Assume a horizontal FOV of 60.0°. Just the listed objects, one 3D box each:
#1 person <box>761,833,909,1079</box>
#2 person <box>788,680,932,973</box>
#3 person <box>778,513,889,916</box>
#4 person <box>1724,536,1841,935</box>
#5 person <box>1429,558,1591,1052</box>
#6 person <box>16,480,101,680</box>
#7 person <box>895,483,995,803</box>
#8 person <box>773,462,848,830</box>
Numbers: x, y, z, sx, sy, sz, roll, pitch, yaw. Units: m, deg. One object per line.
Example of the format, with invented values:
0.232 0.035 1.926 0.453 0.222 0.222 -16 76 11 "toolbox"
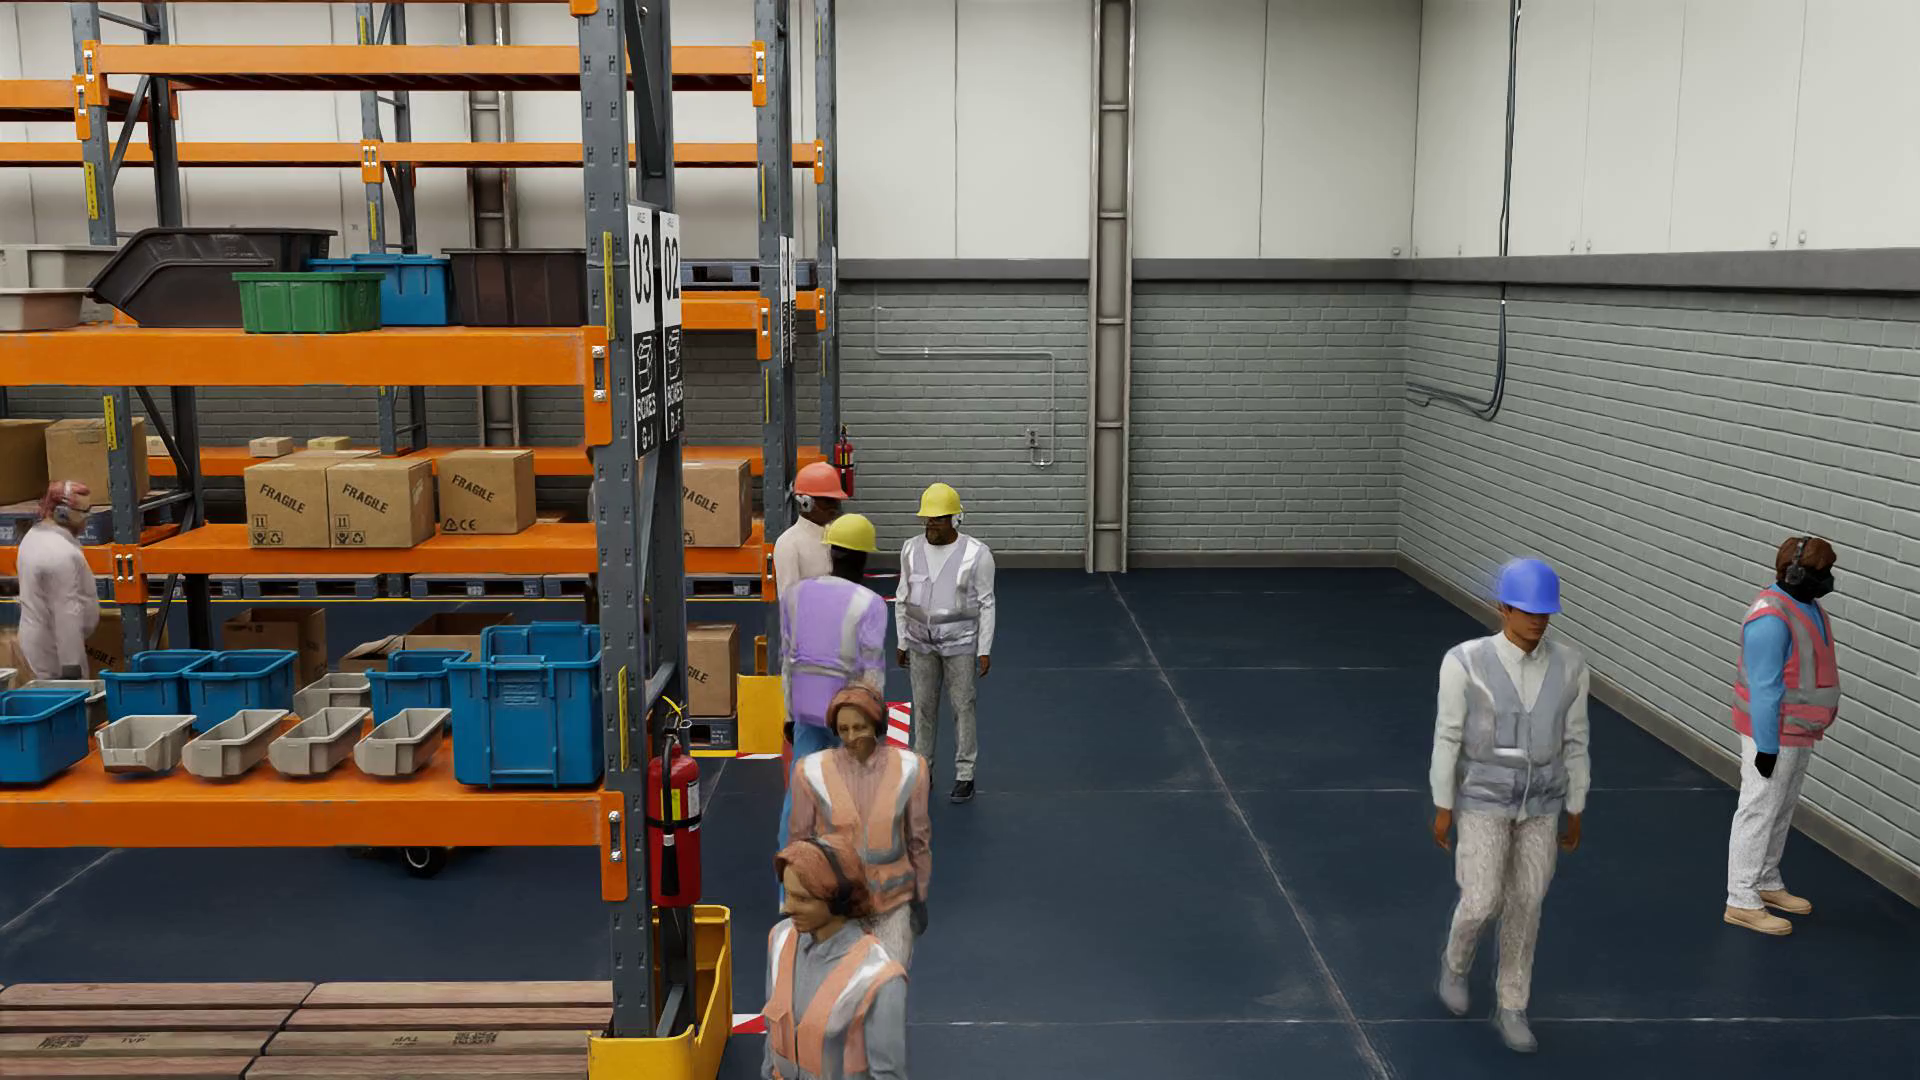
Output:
-0.314 1.536 4.270 0.313 1.630 0.522 -9 13 -43 "person"
-0.369 1.265 5.980 0.517 1.614 0.673 -1 9 -8 "person"
-0.613 0.828 7.926 0.599 1.878 0.697 5 10 26 "person"
3.801 0.883 7.667 0.431 1.835 0.623 8 12 41 "person"
2.145 1.020 6.475 0.630 1.937 0.432 -1 9 -6 "person"
-5.101 0.600 9.285 0.640 1.874 0.731 -8 12 -41 "person"
-0.102 0.583 9.485 0.601 1.830 0.404 4 10 22 "person"
-0.790 0.565 9.105 0.377 1.995 0.611 4 10 21 "person"
